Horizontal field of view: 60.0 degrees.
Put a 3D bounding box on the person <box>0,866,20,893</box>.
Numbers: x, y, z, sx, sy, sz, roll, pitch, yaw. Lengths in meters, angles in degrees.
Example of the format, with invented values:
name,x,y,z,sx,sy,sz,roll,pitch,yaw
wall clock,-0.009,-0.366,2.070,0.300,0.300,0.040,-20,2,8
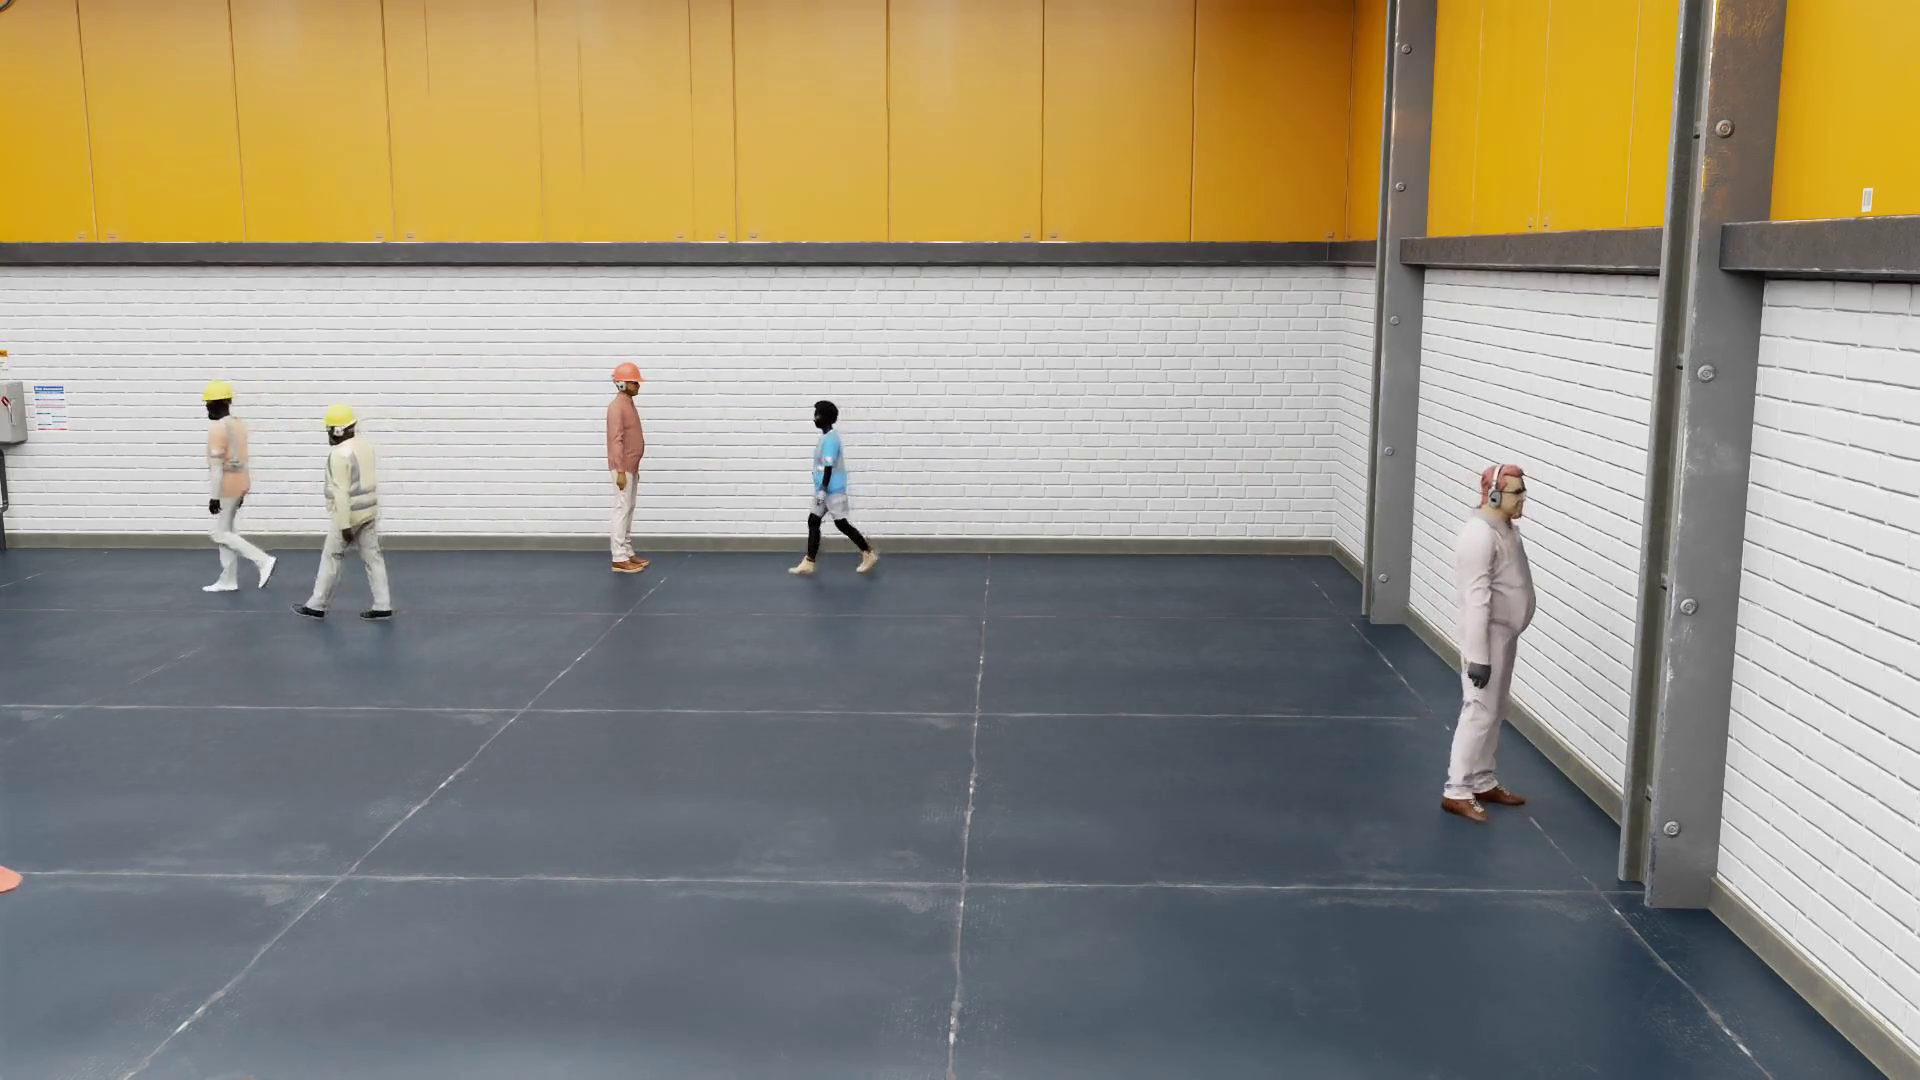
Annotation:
name,x,y,z,sx,sy,sz,roll,pitch,yaw
person,-2.034,1.468,3.348,0.378,1.936,0.548,-9,13,-43

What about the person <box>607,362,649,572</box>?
name,x,y,z,sx,sy,sz,roll,pitch,yaw
person,-3.166,-0.698,15.858,0.396,1.992,0.623,0,10,1

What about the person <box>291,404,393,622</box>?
name,x,y,z,sx,sy,sz,roll,pitch,yaw
person,-5.088,-0.212,13.612,0.865,1.797,0.596,2,10,10

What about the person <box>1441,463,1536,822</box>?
name,x,y,z,sx,sy,sz,roll,pitch,yaw
person,2.859,0.535,8.906,0.407,1.906,0.652,5,11,27

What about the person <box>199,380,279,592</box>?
name,x,y,z,sx,sy,sz,roll,pitch,yaw
person,-6.438,-0.460,14.723,0.617,1.908,0.609,-1,10,-8

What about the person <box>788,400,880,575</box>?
name,x,y,z,sx,sy,sz,roll,pitch,yaw
person,-1.165,-0.485,15.595,0.833,1.666,0.528,-2,10,-14
